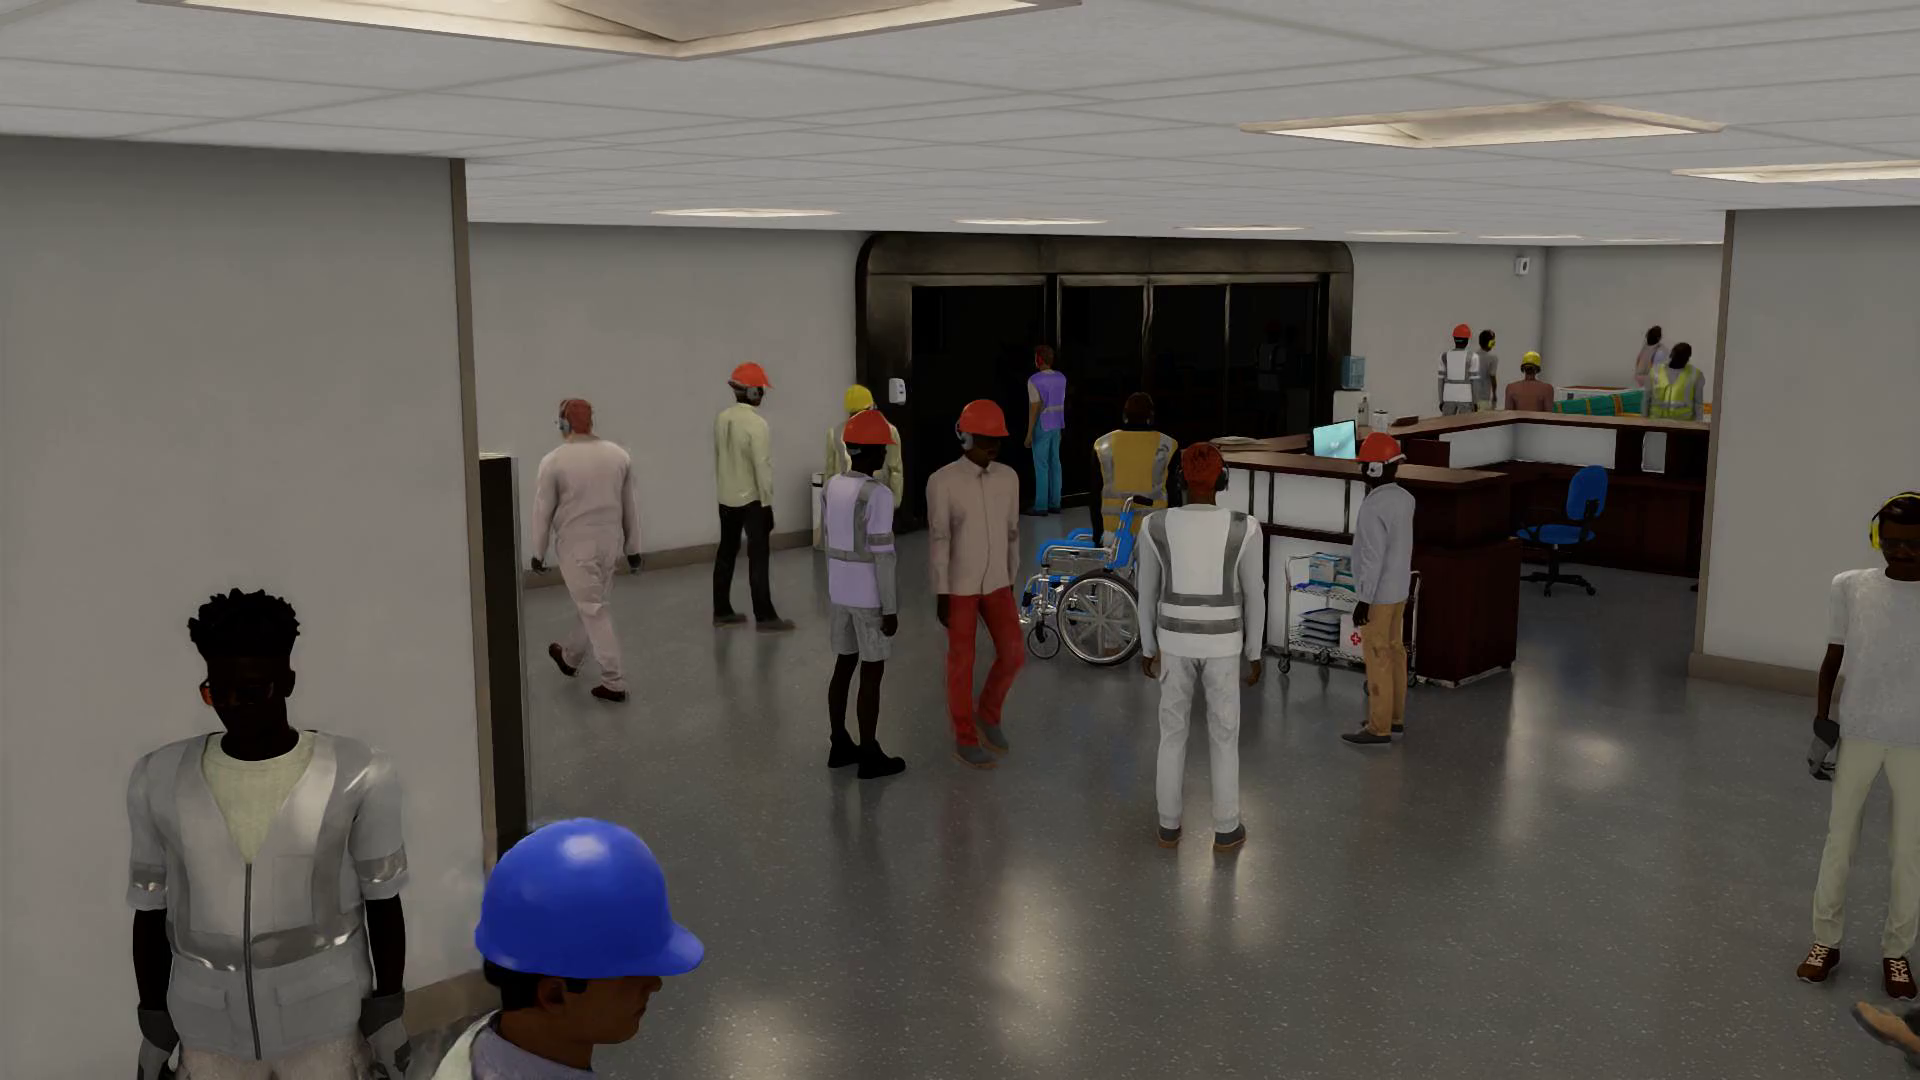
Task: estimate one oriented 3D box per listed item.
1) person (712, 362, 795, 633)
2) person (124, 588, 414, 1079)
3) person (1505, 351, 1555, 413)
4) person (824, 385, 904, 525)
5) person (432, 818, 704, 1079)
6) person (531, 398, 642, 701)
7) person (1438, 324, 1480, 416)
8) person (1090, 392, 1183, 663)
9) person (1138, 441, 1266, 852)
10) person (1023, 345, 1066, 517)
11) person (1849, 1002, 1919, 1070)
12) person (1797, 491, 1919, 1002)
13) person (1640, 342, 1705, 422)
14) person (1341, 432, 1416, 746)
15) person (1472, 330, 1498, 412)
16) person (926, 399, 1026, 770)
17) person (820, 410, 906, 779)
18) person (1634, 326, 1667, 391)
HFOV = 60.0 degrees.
[{"bbox_3d":[-1.573,-0.318,12.234,0.396,1.991,0.618,-9,13,-43],"label":"person"},{"bbox_3d":[-1.552,1.071,3.762,0.602,1.967,0.366,-2,9,-10],"label":"person"},{"bbox_3d":[6.178,-1.162,18.081,0.525,1.769,0.311,5,10,27],"label":"person"},{"bbox_3d":[-0.724,-0.284,12.650,0.600,1.776,0.868,-1,9,-9],"label":"person"},{"bbox_3d":[-0.574,1.321,2.334,0.459,1.927,0.631,-3,10,-17],"label":"person"},{"bbox_3d":[-2.398,0.041,10.431,0.995,1.846,0.646,8,12,40],"label":"person"},{"bbox_3d":[6.544,-1.859,21.827,0.542,1.938,0.358,6,11,34],"label":"person"},{"bbox_3d":[1.193,-0.080,11.252,0.629,1.835,0.429,2,10,13],"label":"person"},{"bbox_3d":[1.098,0.490,7.584,0.575,1.885,0.355,3,10,15],"label":"person"},{"bbox_3d":[0.925,-1.172,17.893,0.390,1.846,0.564,8,12,40],"label":"person"},{"bbox_3d":[3.419,0.929,5.186,1.006,1.780,0.529,5,11,30],"label":"person"},{"bbox_3d":[3.392,0.745,6.081,0.517,1.865,0.328,6,11,31],"label":"person"},{"bbox_3d":[8.092,-1.324,18.921,0.682,1.823,0.431,6,11,32],"label":"person"},{"bbox_3d":[2.330,0.272,9.315,0.341,1.750,0.566,7,11,35],"label":"person"},{"bbox_3d":[6.947,-1.875,22.205,0.383,1.849,0.569,-8,12,-40],"label":"person"},{"bbox_3d":[0.091,0.238,8.834,0.633,1.978,0.428,-6,11,-31],"label":"person"},{"bbox_3d":[-0.498,0.282,8.733,0.380,1.931,0.545,-8,12,-39],"label":"person"},{"bbox_3d":[10.321,-2.290,24.889,0.445,1.813,0.681,1,9,8],"label":"person"}]
